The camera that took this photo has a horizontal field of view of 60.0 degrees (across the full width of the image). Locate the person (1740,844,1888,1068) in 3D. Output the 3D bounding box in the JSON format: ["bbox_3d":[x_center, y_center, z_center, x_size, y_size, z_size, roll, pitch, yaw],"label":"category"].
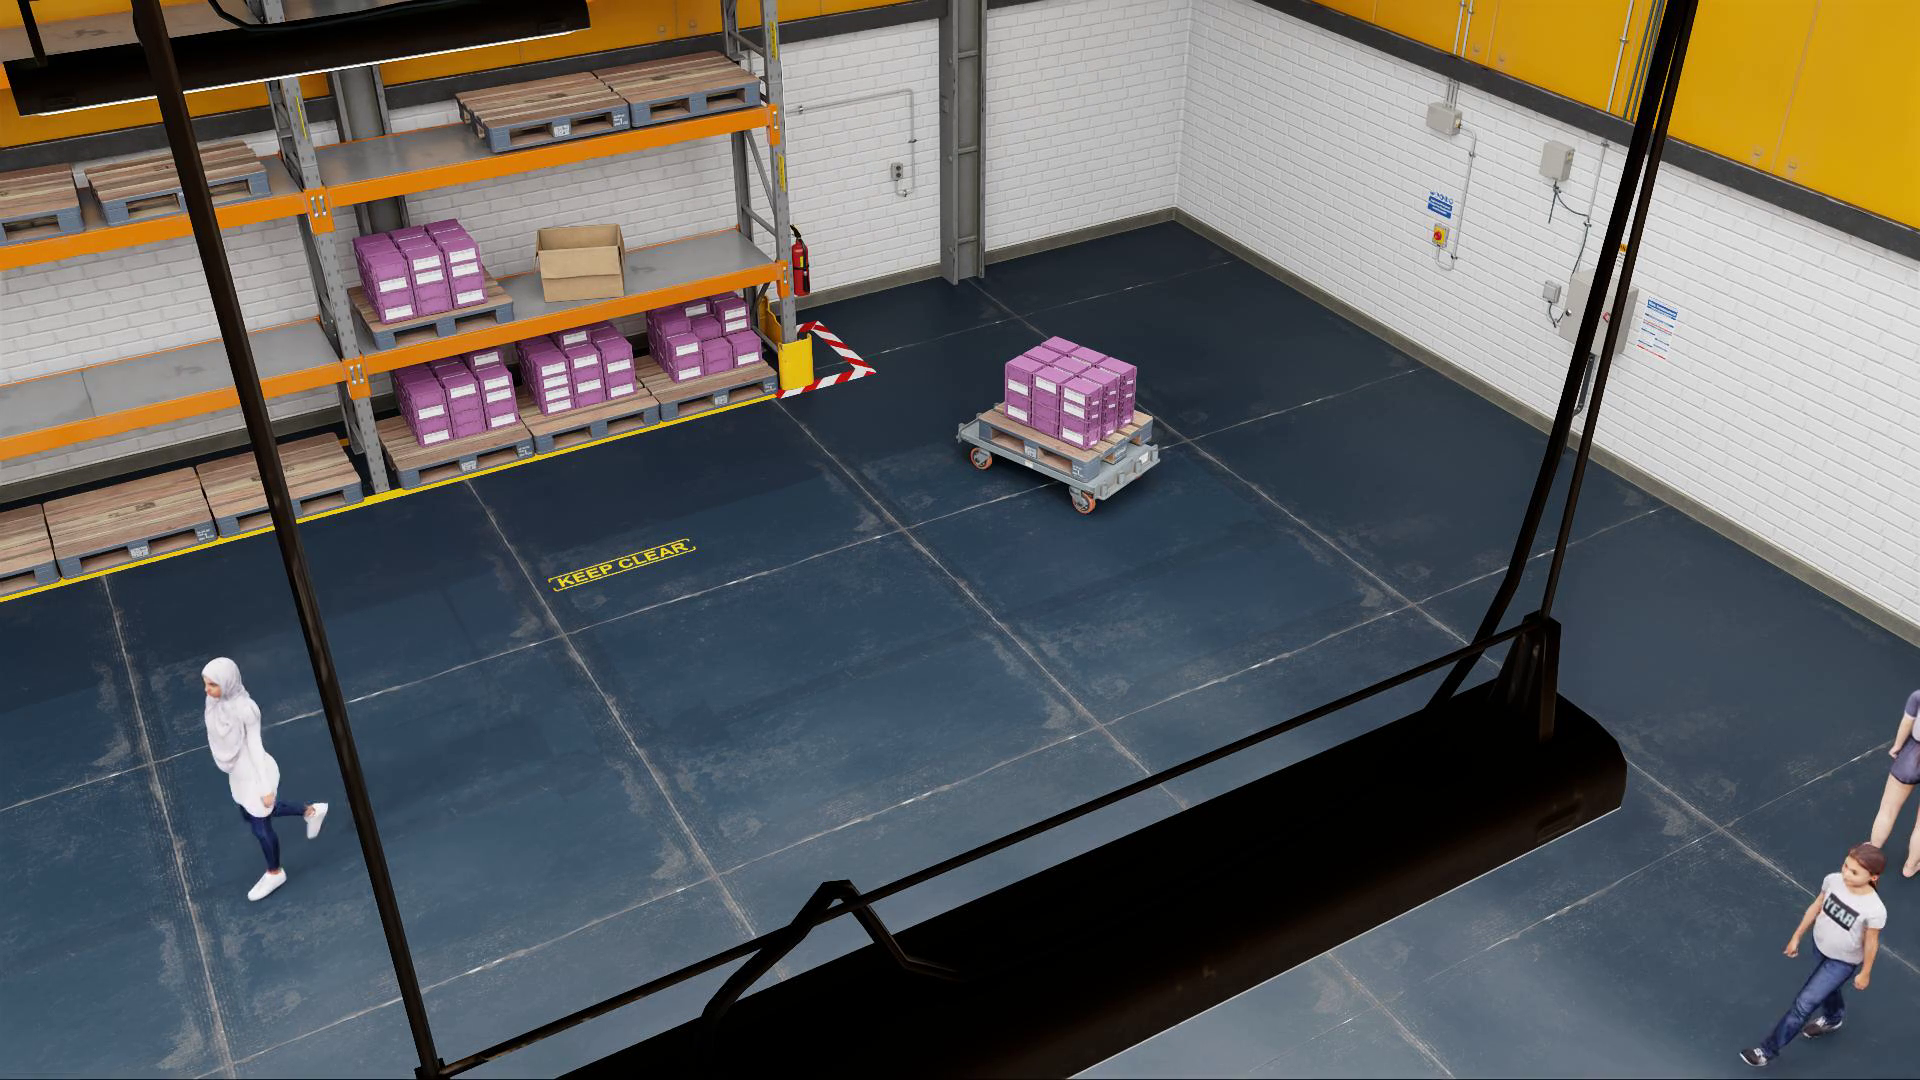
[{"bbox_3d":[4.918,2.268,9.257,1.095,1.515,0.674,-12,35,-17],"label":"person"}]

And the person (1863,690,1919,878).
[{"bbox_3d":[6.052,1.421,10.409,0.661,1.650,0.644,22,40,30],"label":"person"}]

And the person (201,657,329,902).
[{"bbox_3d":[-4.320,1.418,10.315,0.834,1.759,1.016,22,39,29],"label":"person"}]
